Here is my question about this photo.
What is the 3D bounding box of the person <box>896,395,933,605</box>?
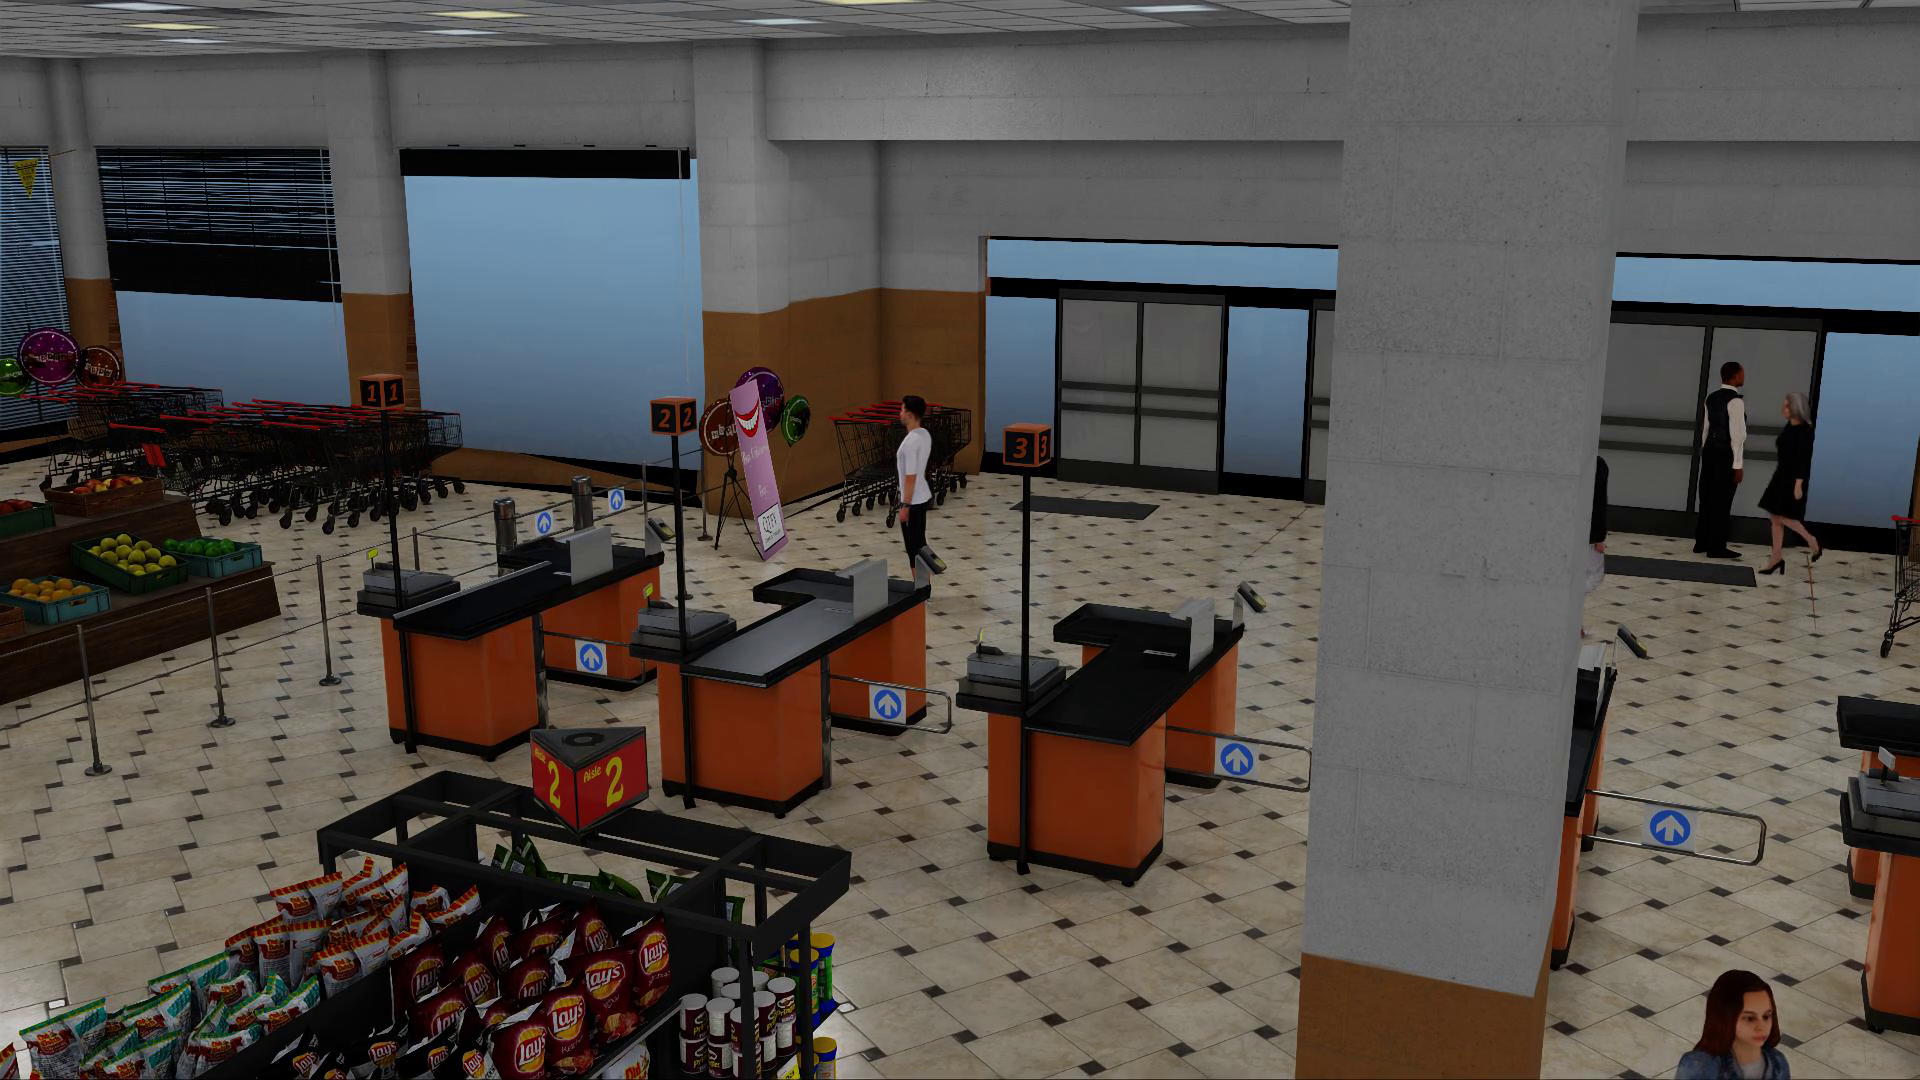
[{"bbox_3d":[-0.397,-0.357,14.645,0.775,1.851,0.550,3,14,14],"label":"person"}]

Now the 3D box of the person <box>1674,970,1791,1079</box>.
[{"bbox_3d":[2.468,2.084,5.374,0.640,1.477,0.684,-4,14,-14],"label":"person"}]

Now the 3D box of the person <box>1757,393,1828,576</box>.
[{"bbox_3d":[7.810,-0.499,15.487,0.833,1.731,0.875,2,14,8],"label":"person"}]

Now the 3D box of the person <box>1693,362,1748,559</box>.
[{"bbox_3d":[7.463,-0.794,16.301,0.838,1.919,0.742,-3,14,-12],"label":"person"}]
